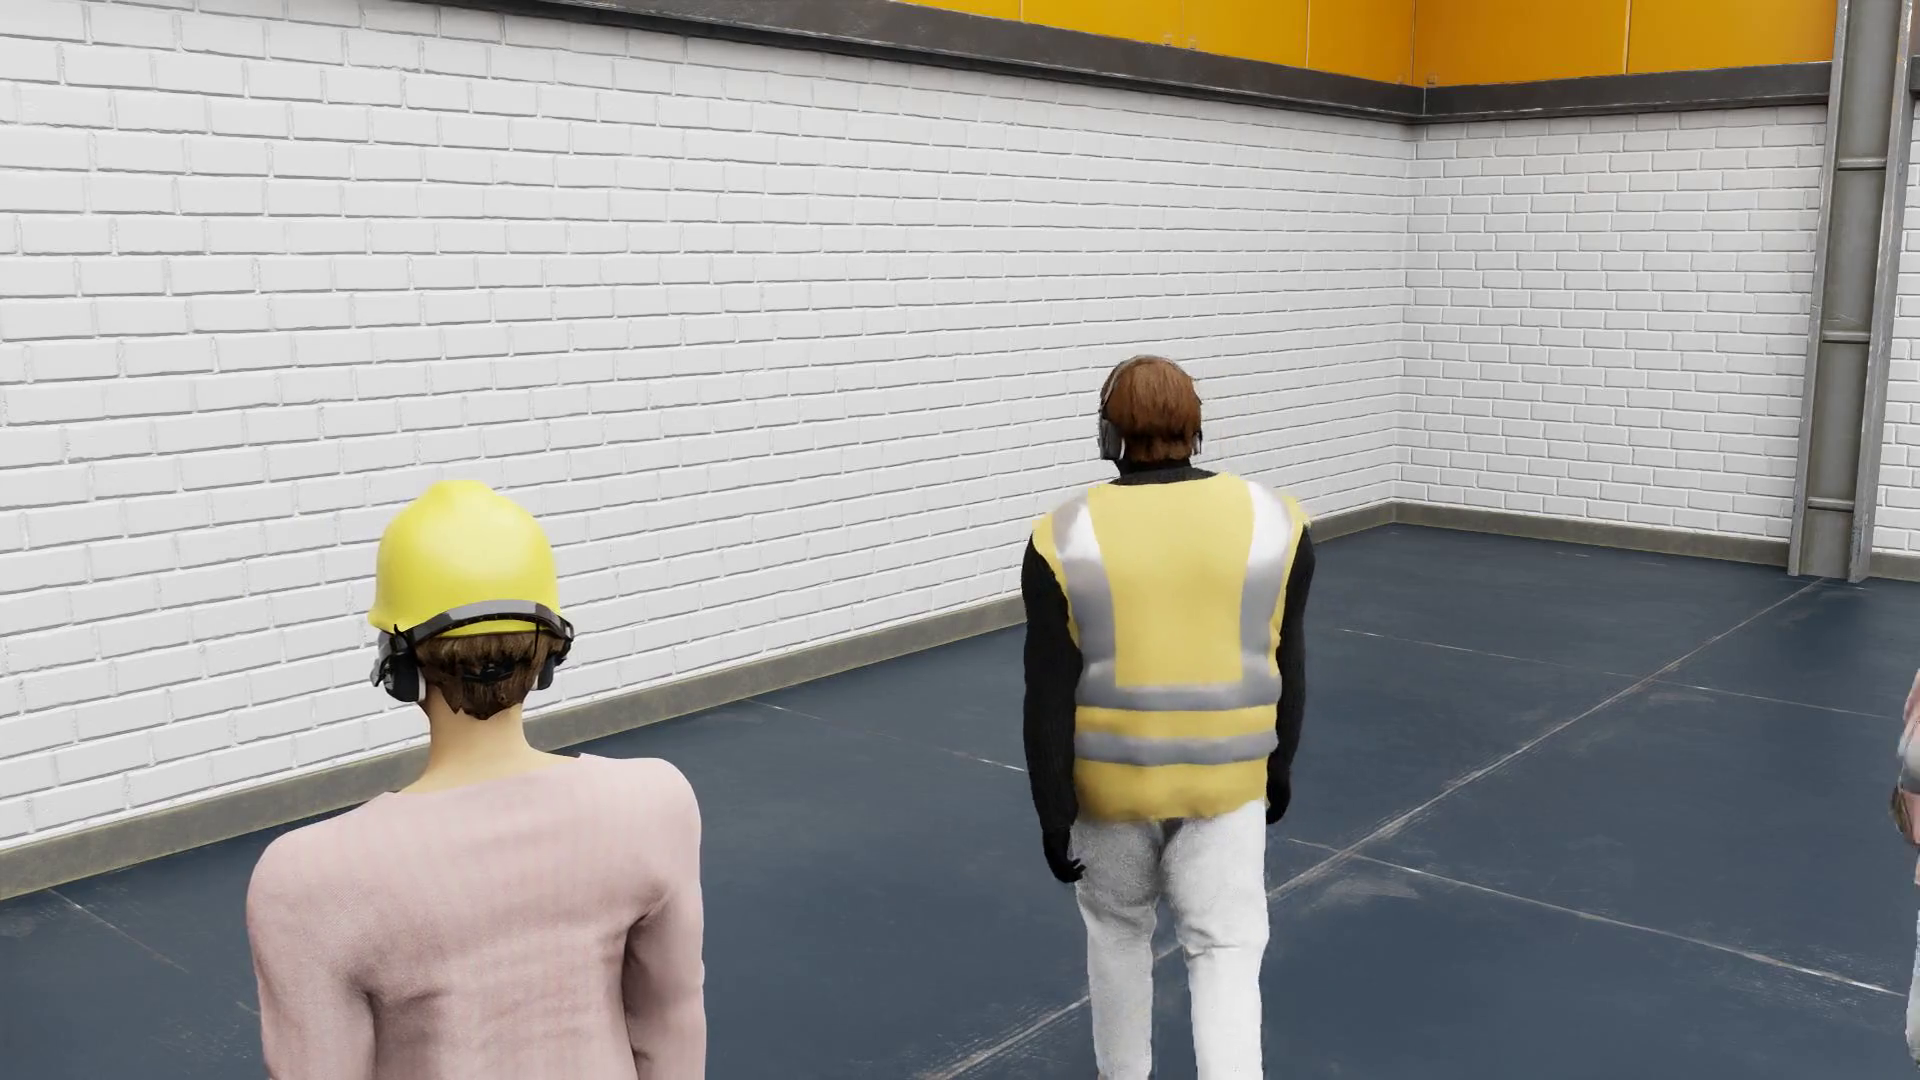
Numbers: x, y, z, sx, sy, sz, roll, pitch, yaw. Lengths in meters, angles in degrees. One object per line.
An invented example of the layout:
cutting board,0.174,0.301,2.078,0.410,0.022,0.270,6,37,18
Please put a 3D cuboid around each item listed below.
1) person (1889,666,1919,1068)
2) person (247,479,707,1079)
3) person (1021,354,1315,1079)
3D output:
person,1.937,0.614,2.909,0.634,1.820,0.637,3,10,15
person,-0.537,0.809,1.959,0.524,1.769,0.308,-8,12,-37
person,0.436,0.522,3.480,0.624,1.810,0.845,0,10,-1
